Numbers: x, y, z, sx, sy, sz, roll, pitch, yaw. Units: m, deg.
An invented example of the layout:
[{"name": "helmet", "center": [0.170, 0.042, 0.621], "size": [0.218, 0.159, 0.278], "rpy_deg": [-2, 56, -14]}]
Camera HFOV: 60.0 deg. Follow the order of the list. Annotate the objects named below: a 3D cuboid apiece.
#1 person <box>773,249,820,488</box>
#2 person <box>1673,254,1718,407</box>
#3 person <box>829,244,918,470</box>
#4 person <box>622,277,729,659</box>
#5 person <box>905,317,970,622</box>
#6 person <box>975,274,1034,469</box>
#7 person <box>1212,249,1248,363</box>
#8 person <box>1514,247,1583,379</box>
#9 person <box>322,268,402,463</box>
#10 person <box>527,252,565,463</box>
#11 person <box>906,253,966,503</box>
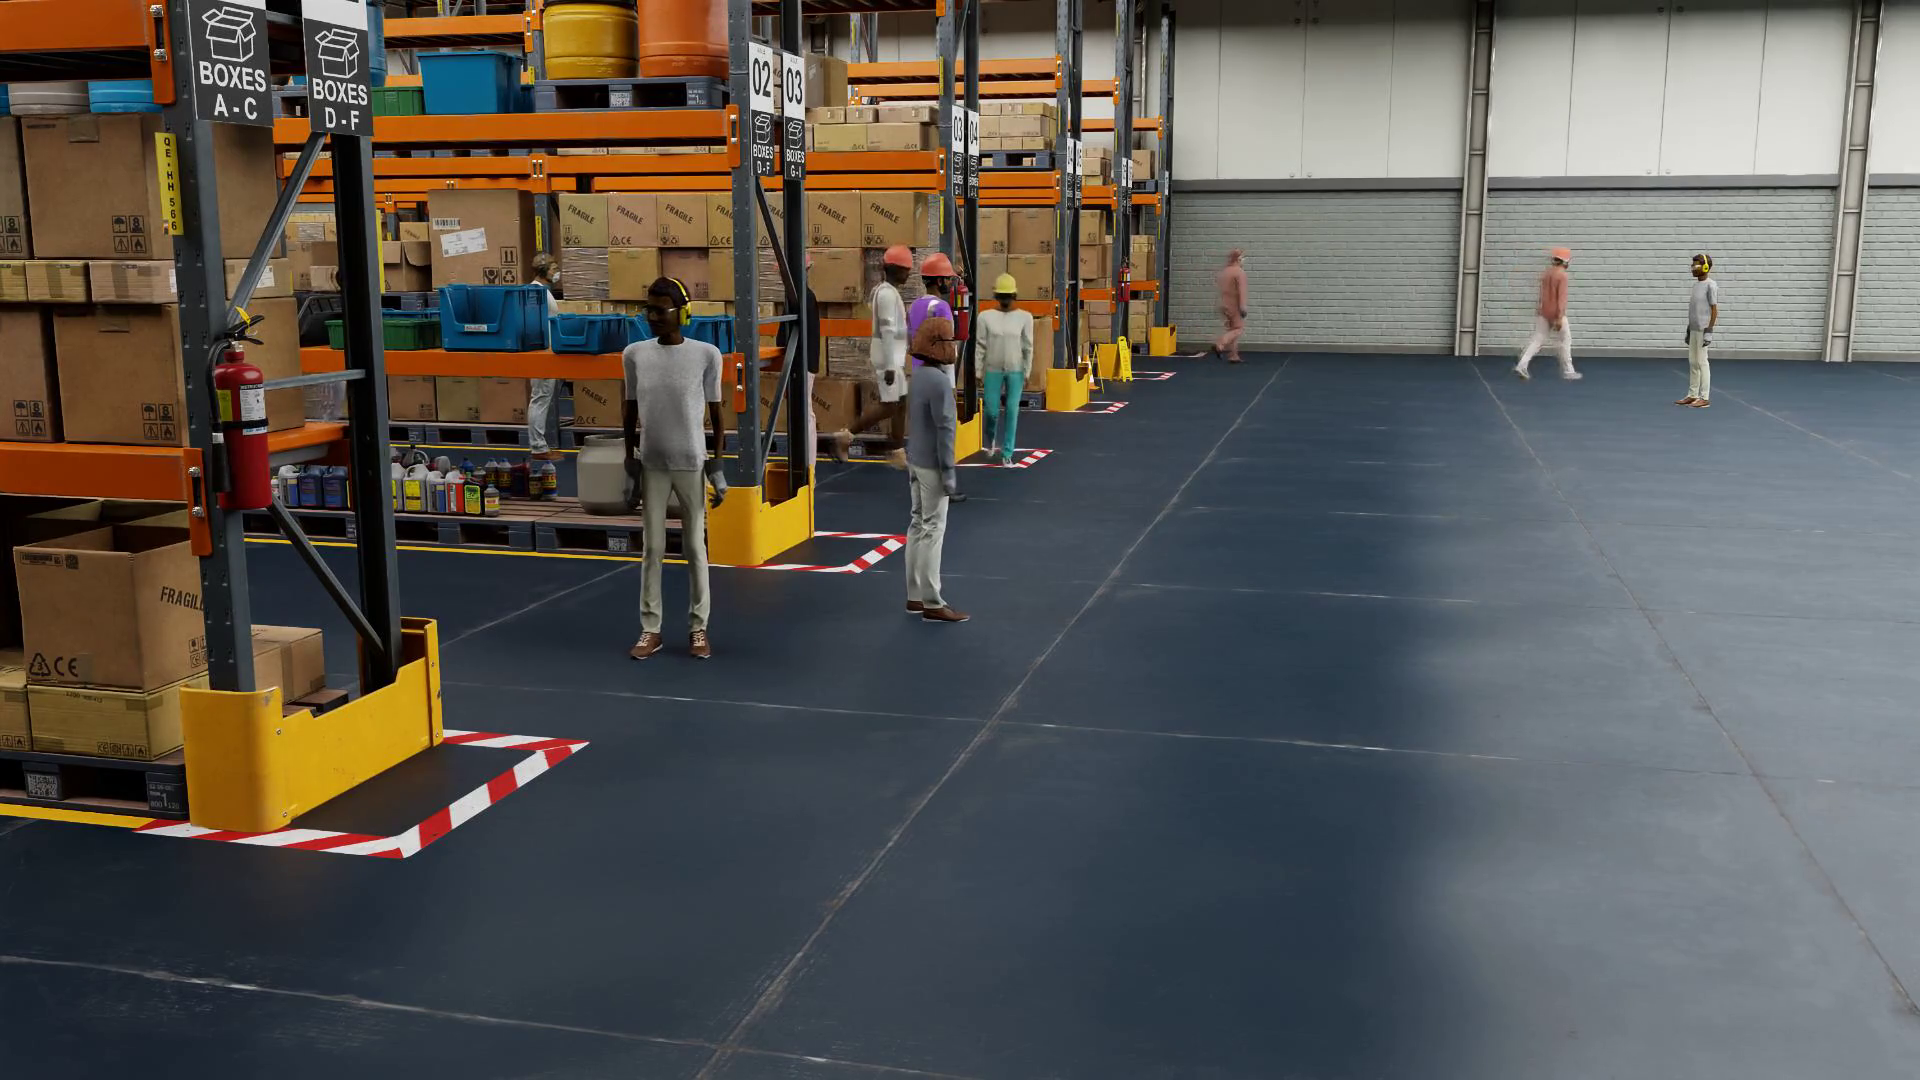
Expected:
[{"name": "person", "center": [-1.339, -1.416, 13.710], "size": [0.380, 1.995, 0.611], "rpy_deg": [0, 10, 0]}, {"name": "person", "center": [9.065, -2.561, 20.404], "size": [0.310, 1.868, 0.533], "rpy_deg": [-1, 10, -4]}, {"name": "person", "center": [-0.728, -1.578, 14.587], "size": [0.784, 2.007, 0.649], "rpy_deg": [0, 10, -2]}, {"name": "person", "center": [-1.392, -0.340, 8.118], "size": [0.520, 1.865, 0.335], "rpy_deg": [0, 10, 1]}, {"name": "person", "center": [-0.142, -0.380, 8.970], "size": [0.286, 1.634, 0.500], "rpy_deg": [-4, 11, -19]}, {"name": "person", "center": [0.395, -1.519, 14.983], "size": [0.523, 1.748, 0.485], "rpy_deg": [0, 10, -1]}, {"name": "person", "center": [4.478, -3.851, 27.496], "size": [0.592, 1.885, 0.660], "rpy_deg": [-3, 11, -15]}, {"name": "person", "center": [8.666, -3.324, 24.431], "size": [1.017, 1.954, 0.627], "rpy_deg": [-2, 11, -13]}, {"name": "person", "center": [-5.249, -1.472, 14.506], "size": [0.941, 1.826, 0.540], "rpy_deg": [1, 10, 3]}, {"name": "person", "center": [-3.848, -1.676, 15.338], "size": [0.368, 1.931, 0.625], "rpy_deg": [-3, 11, -16]}, {"name": "person", "center": [-0.188, -1.257, 12.983], "size": [0.363, 1.939, 0.542], "rpy_deg": [-6, 12, -32]}]
